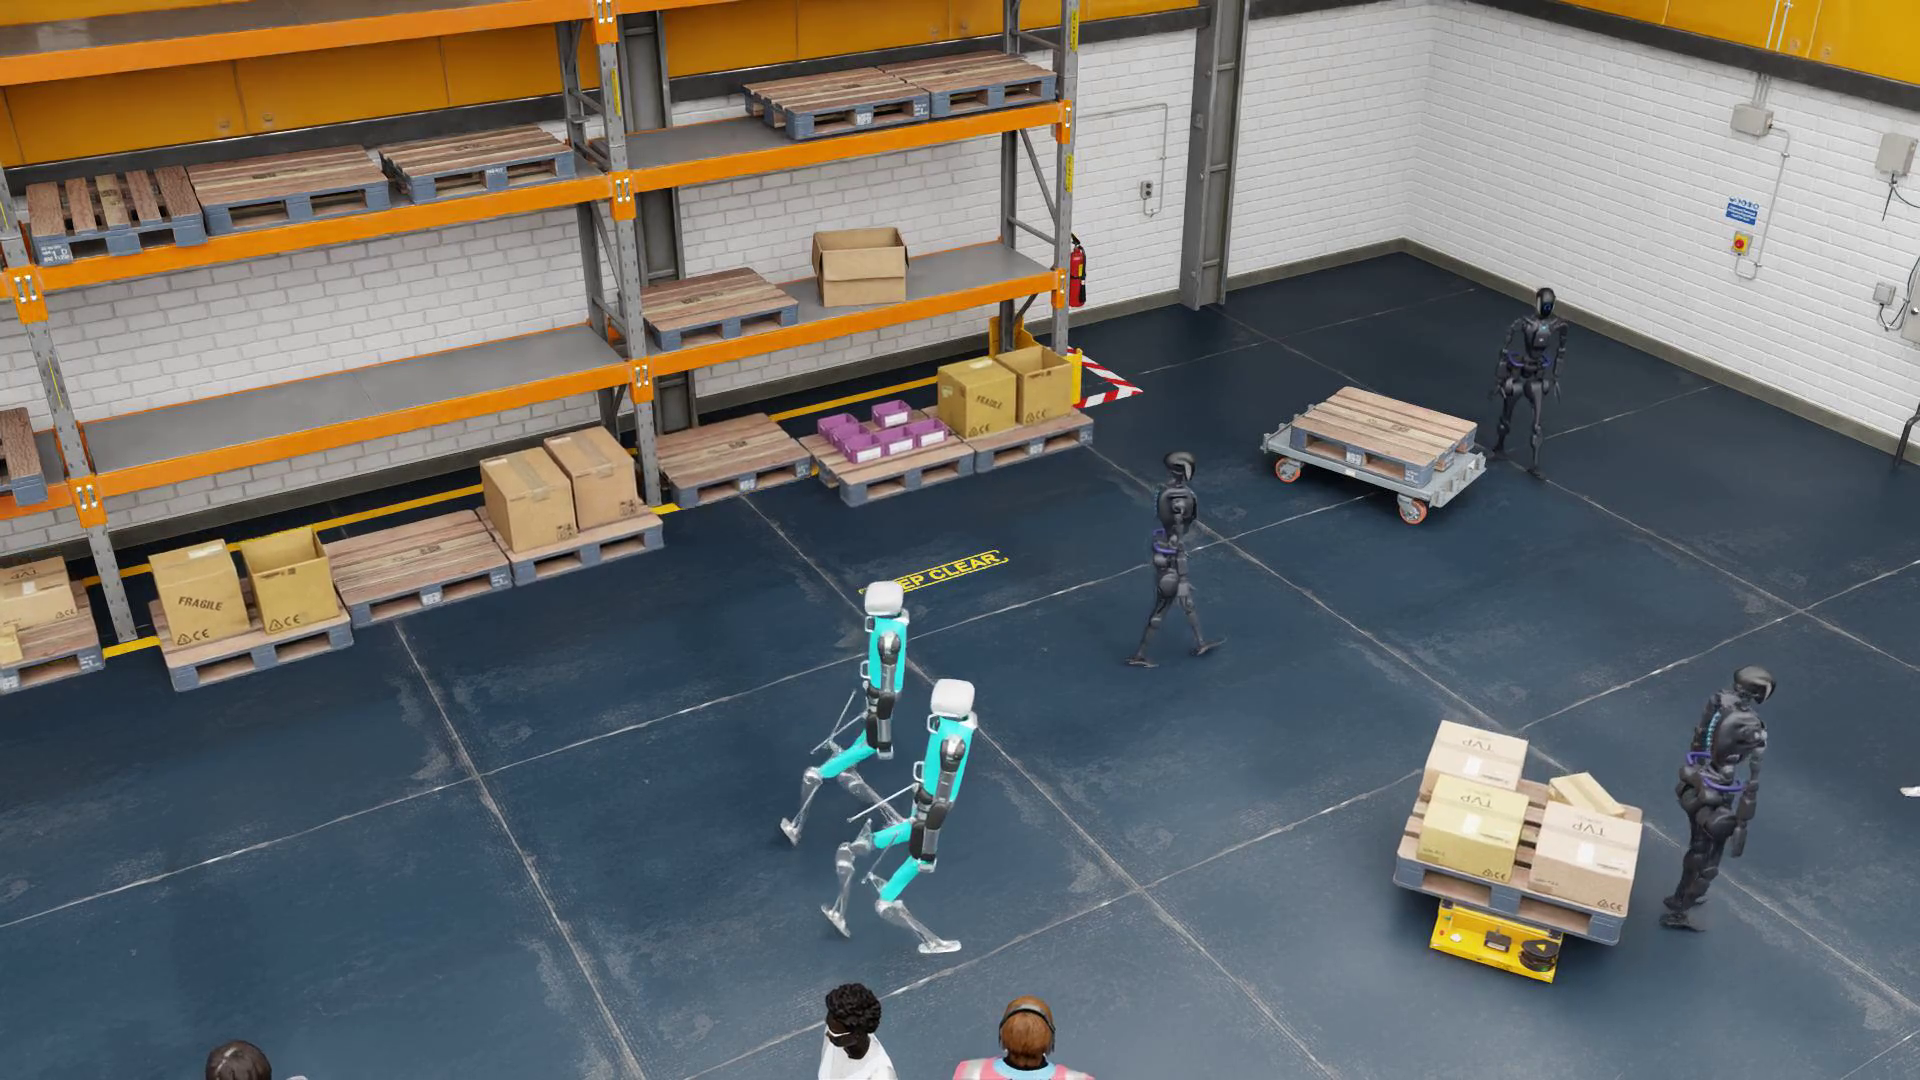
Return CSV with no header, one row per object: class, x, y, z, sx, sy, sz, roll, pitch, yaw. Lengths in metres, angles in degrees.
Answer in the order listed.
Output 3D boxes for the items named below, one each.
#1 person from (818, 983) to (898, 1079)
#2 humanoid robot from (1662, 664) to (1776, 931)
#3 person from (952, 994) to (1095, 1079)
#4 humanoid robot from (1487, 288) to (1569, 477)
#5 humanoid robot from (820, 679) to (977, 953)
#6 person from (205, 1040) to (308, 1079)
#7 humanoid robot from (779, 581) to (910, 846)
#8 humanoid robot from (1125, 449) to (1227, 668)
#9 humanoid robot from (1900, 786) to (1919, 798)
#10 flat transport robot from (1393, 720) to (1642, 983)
person,-0.428,2.536,7.032,0.315,1.695,0.540,-16,33,-27
humanoid robot,4.117,1.395,9.083,0.346,1.648,0.610,-4,30,-7
person,0.263,2.599,6.794,0.620,1.837,0.431,7,30,13
humanoid robot,4.764,-1.331,13.924,0.613,1.626,0.727,-2,30,-3
humanoid robot,-0.423,1.510,8.832,1.019,1.751,0.541,0,29,1
person,-2.644,2.692,6.572,0.410,1.881,0.532,13,32,22
humanoid robot,-0.727,1.043,9.668,0.956,1.779,0.541,-1,29,-2
humanoid robot,1.506,0.145,11.316,0.750,1.626,0.601,1,29,3
humanoid robot,6.390,0.839,10.018,0.961,1.767,0.535,-1,29,-1
flat transport robot,3.177,1.932,9.554,0.659,0.231,1.431,13,32,21
